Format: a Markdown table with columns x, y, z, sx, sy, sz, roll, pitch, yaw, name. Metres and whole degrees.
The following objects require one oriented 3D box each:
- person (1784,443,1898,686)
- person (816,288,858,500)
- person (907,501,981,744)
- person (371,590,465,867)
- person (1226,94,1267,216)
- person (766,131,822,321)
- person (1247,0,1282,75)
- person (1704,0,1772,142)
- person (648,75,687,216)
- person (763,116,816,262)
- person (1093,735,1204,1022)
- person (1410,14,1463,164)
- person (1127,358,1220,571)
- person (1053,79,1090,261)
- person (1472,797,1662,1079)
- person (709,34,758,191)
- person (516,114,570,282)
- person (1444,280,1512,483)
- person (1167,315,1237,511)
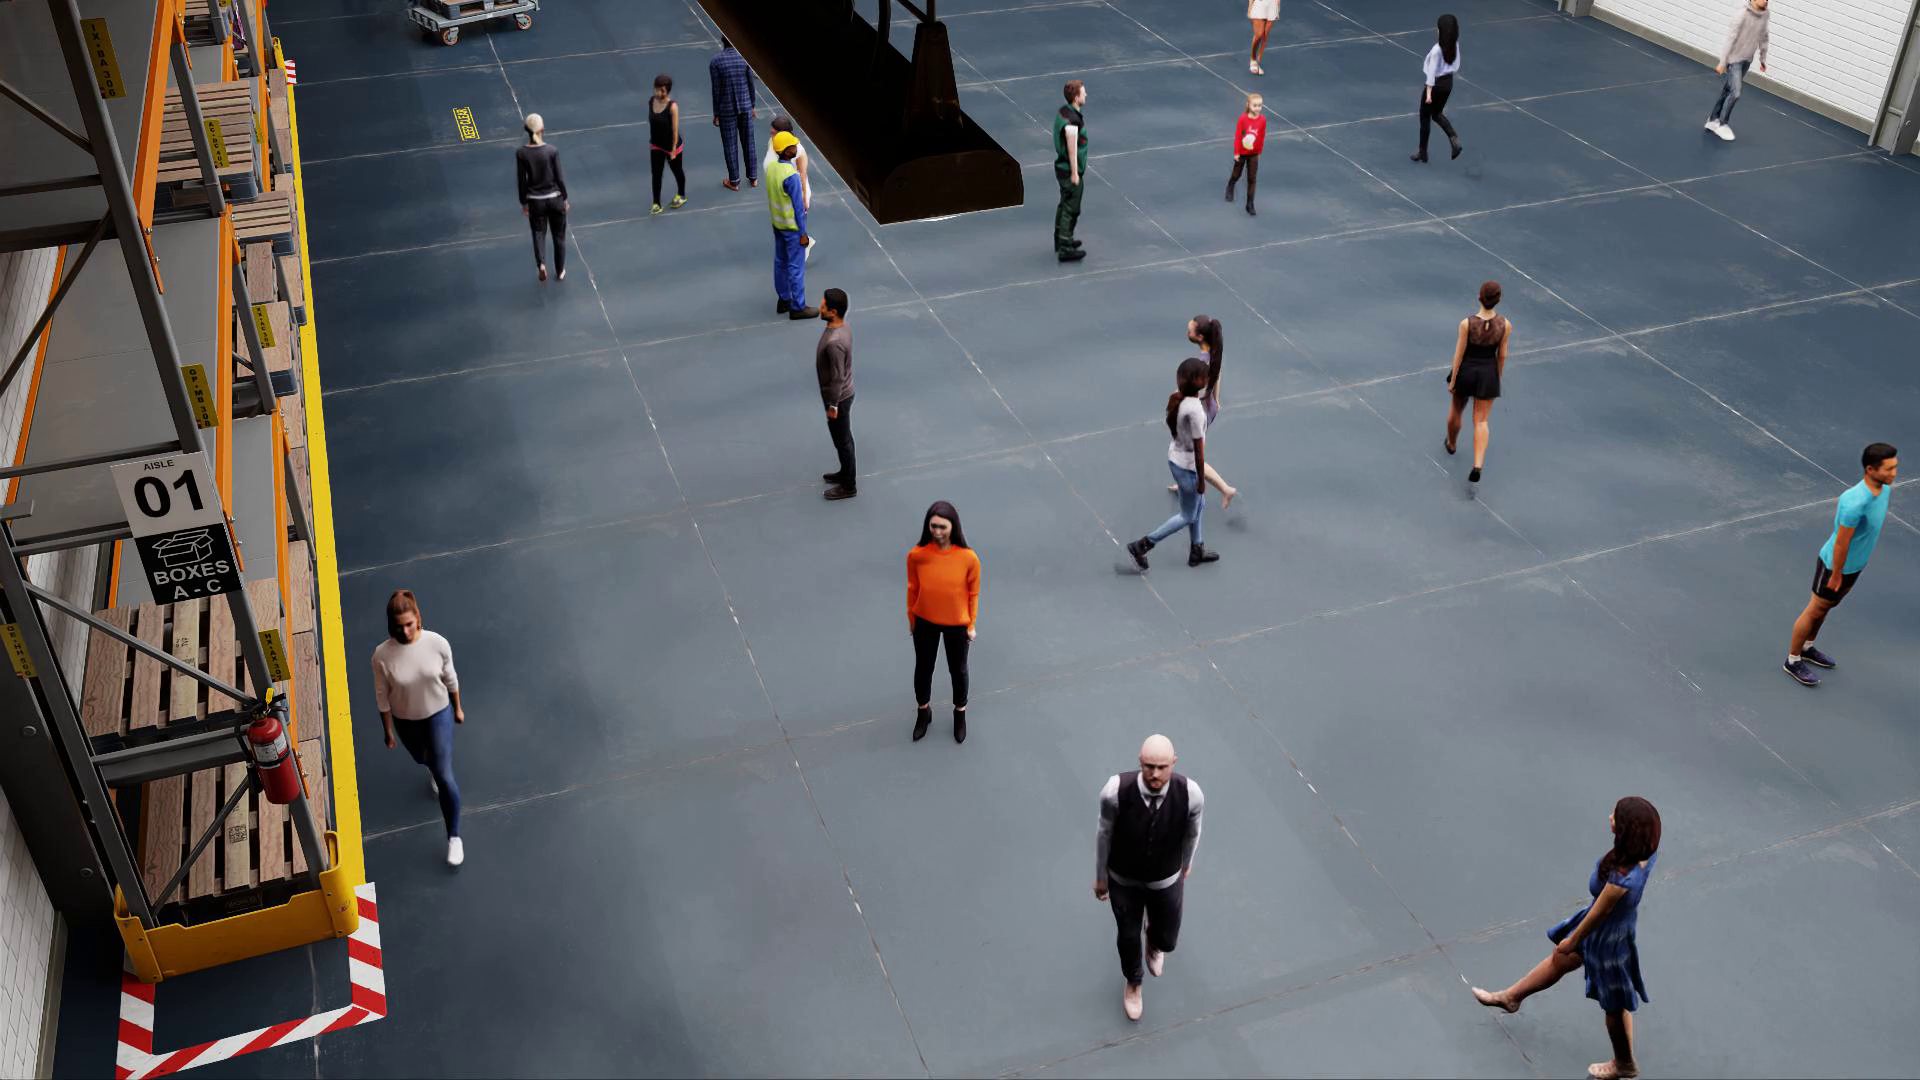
| x | y | z | sx | sy | sz | roll | pitch | yaw | name |
| --- | --- | --- | --- | --- | --- | --- | --- | --- | --- |
| 5.863 | 0.133 | 11.066 | 0.680 | 1.776 | 0.649 | -26 | 41 | -33 | person |
| -0.952 | -1.141 | 12.992 | 0.770 | 1.767 | 0.569 | 12 | 35 | 17 | person |
| -0.113 | 0.514 | 10.519 | 0.702 | 1.749 | 0.702 | 4 | 34 | 6 | person |
| -3.183 | 1.015 | 9.825 | 0.676 | 1.682 | 1.157 | -9 | 35 | -13 | person |
| 3.102 | -4.229 | 18.094 | 0.639 | 1.262 | 0.926 | -3 | 34 | -4 | person |
| -1.623 | -2.984 | 15.724 | 0.778 | 1.813 | 0.613 | -21 | 39 | -28 | person |
| 3.966 | -7.006 | 21.888 | 0.584 | 1.686 | 0.615 | -9 | 35 | -13 | person |
| 9.241 | -5.764 | 19.889 | 0.748 | 1.832 | 0.853 | -18 | 38 | -25 | person |
| -3.161 | -4.301 | 17.974 | 0.876 | 1.514 | 0.957 | 18 | 37 | 24 | person |
| -1.668 | -3.417 | 16.505 | 0.944 | 1.668 | 0.934 | 27 | 42 | 34 | person |
| 0.965 | 1.699 | 8.683 | 0.850 | 1.807 | 0.909 | 3 | 34 | 4 | person |
| 5.533 | -5.097 | 18.978 | 0.793 | 1.729 | 0.955 | -23 | 40 | -30 | person |
| 1.578 | -0.508 | 12.101 | 0.801 | 1.699 | 0.957 | -3 | 34 | -5 | person |
| 1.118 | -3.767 | 16.877 | 0.740 | 1.841 | 0.575 | -4 | 34 | -7 | person |
| 3.260 | 2.038 | 8.217 | 1.183 | 1.757 | 1.087 | 16 | 37 | 23 | person |
| -2.496 | -4.801 | 18.452 | 0.688 | 1.818 | 0.623 | -16 | 37 | -23 | person |
| -4.074 | -3.319 | 16.316 | 0.708 | 1.714 | 0.812 | -4 | 34 | -6 | person |
| 4.124 | -1.249 | 13.261 | 0.888 | 1.648 | 1.145 | 4 | 34 | 6 | person |
| 1.912 | -0.949 | 12.830 | 0.973 | 1.627 | 0.881 | 21 | 39 | 28 | person |
